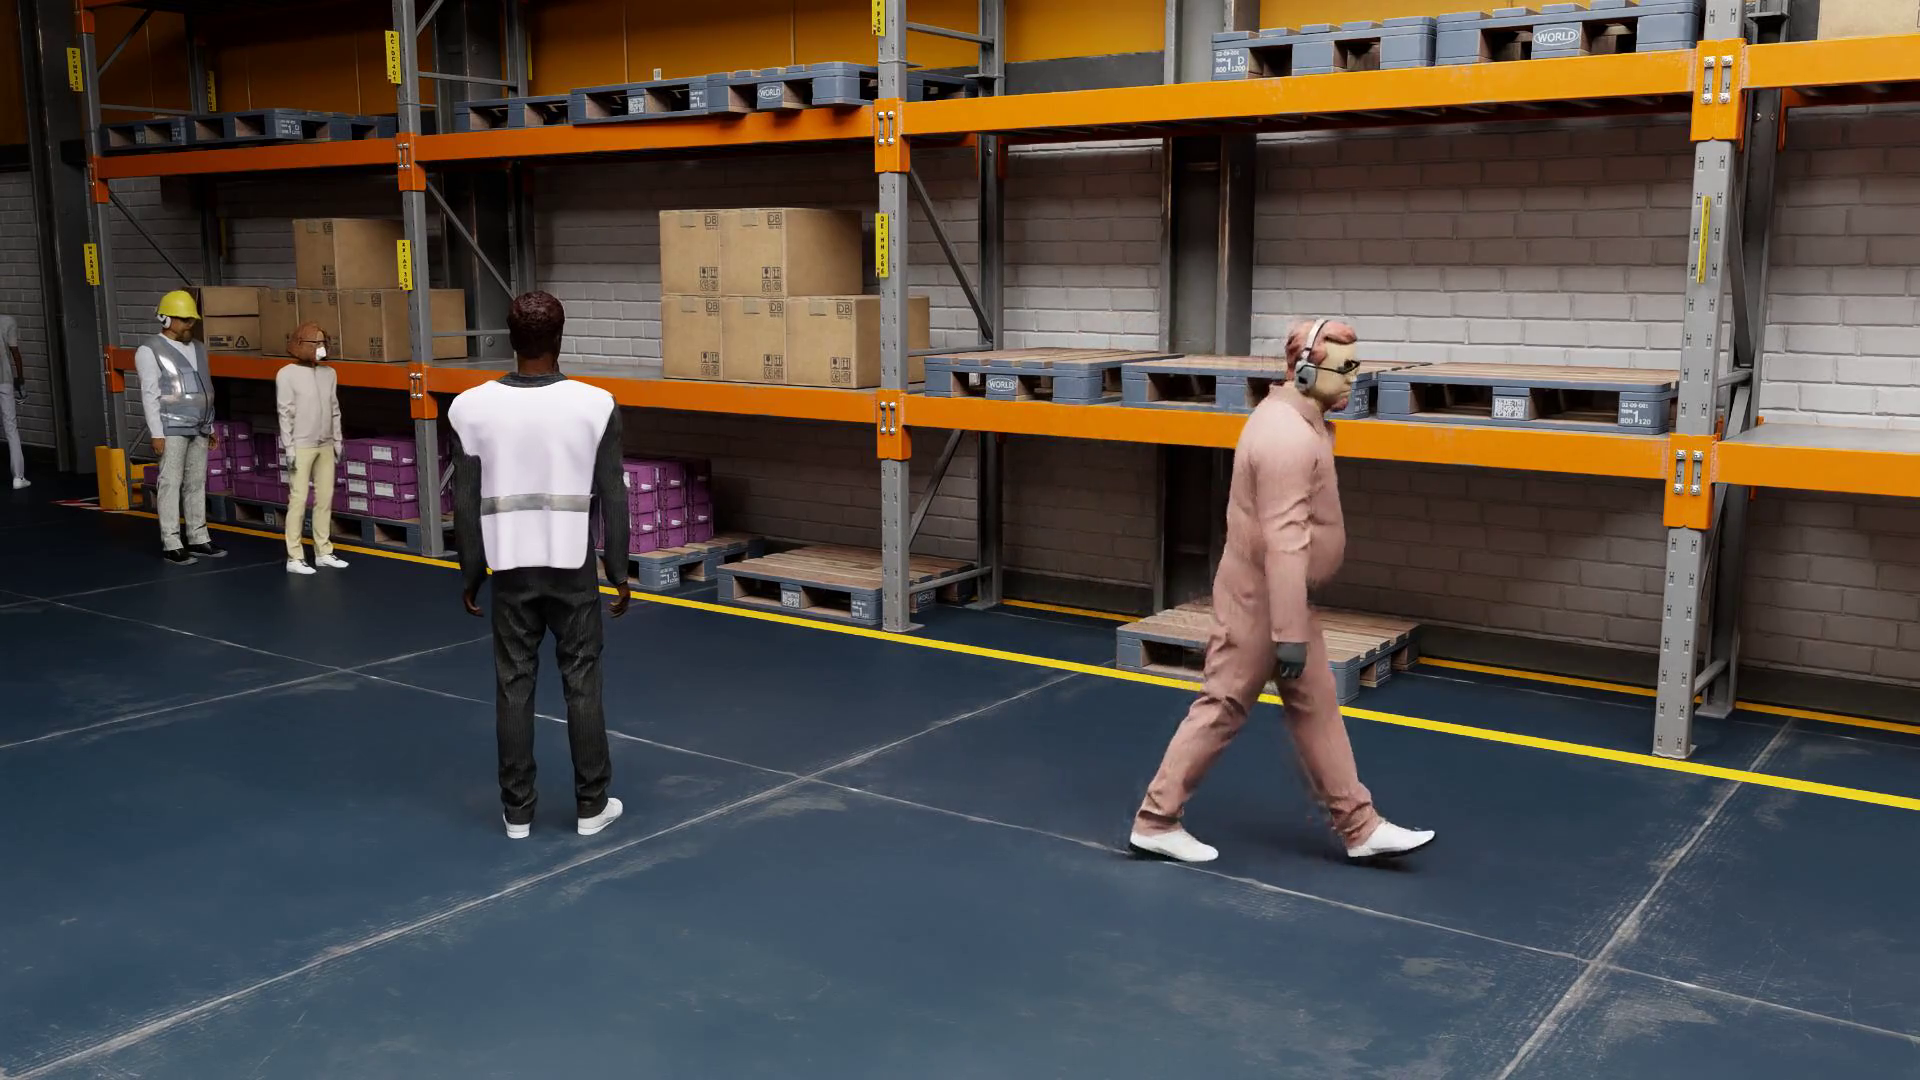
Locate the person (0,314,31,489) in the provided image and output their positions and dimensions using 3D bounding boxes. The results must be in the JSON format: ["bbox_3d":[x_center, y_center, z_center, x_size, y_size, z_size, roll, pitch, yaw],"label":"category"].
[{"bbox_3d":[-8.558,-1.374,14.719,0.513,1.877,0.328,-5,11,-25],"label":"person"}]

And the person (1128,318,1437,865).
[{"bbox_3d":[1.054,0.199,5.457,1.021,1.836,0.707,2,10,14],"label":"person"}]

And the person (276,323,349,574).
[{"bbox_3d":[-4.214,-0.594,10.820,0.292,1.630,0.499,5,11,25],"label":"person"}]

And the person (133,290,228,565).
[{"bbox_3d":[-5.219,-0.757,11.179,0.404,1.828,0.587,3,10,15],"label":"person"}]

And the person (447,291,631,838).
[{"bbox_3d":[-1.453,0.098,5.819,0.597,1.918,0.379,-1,10,-6],"label":"person"}]
